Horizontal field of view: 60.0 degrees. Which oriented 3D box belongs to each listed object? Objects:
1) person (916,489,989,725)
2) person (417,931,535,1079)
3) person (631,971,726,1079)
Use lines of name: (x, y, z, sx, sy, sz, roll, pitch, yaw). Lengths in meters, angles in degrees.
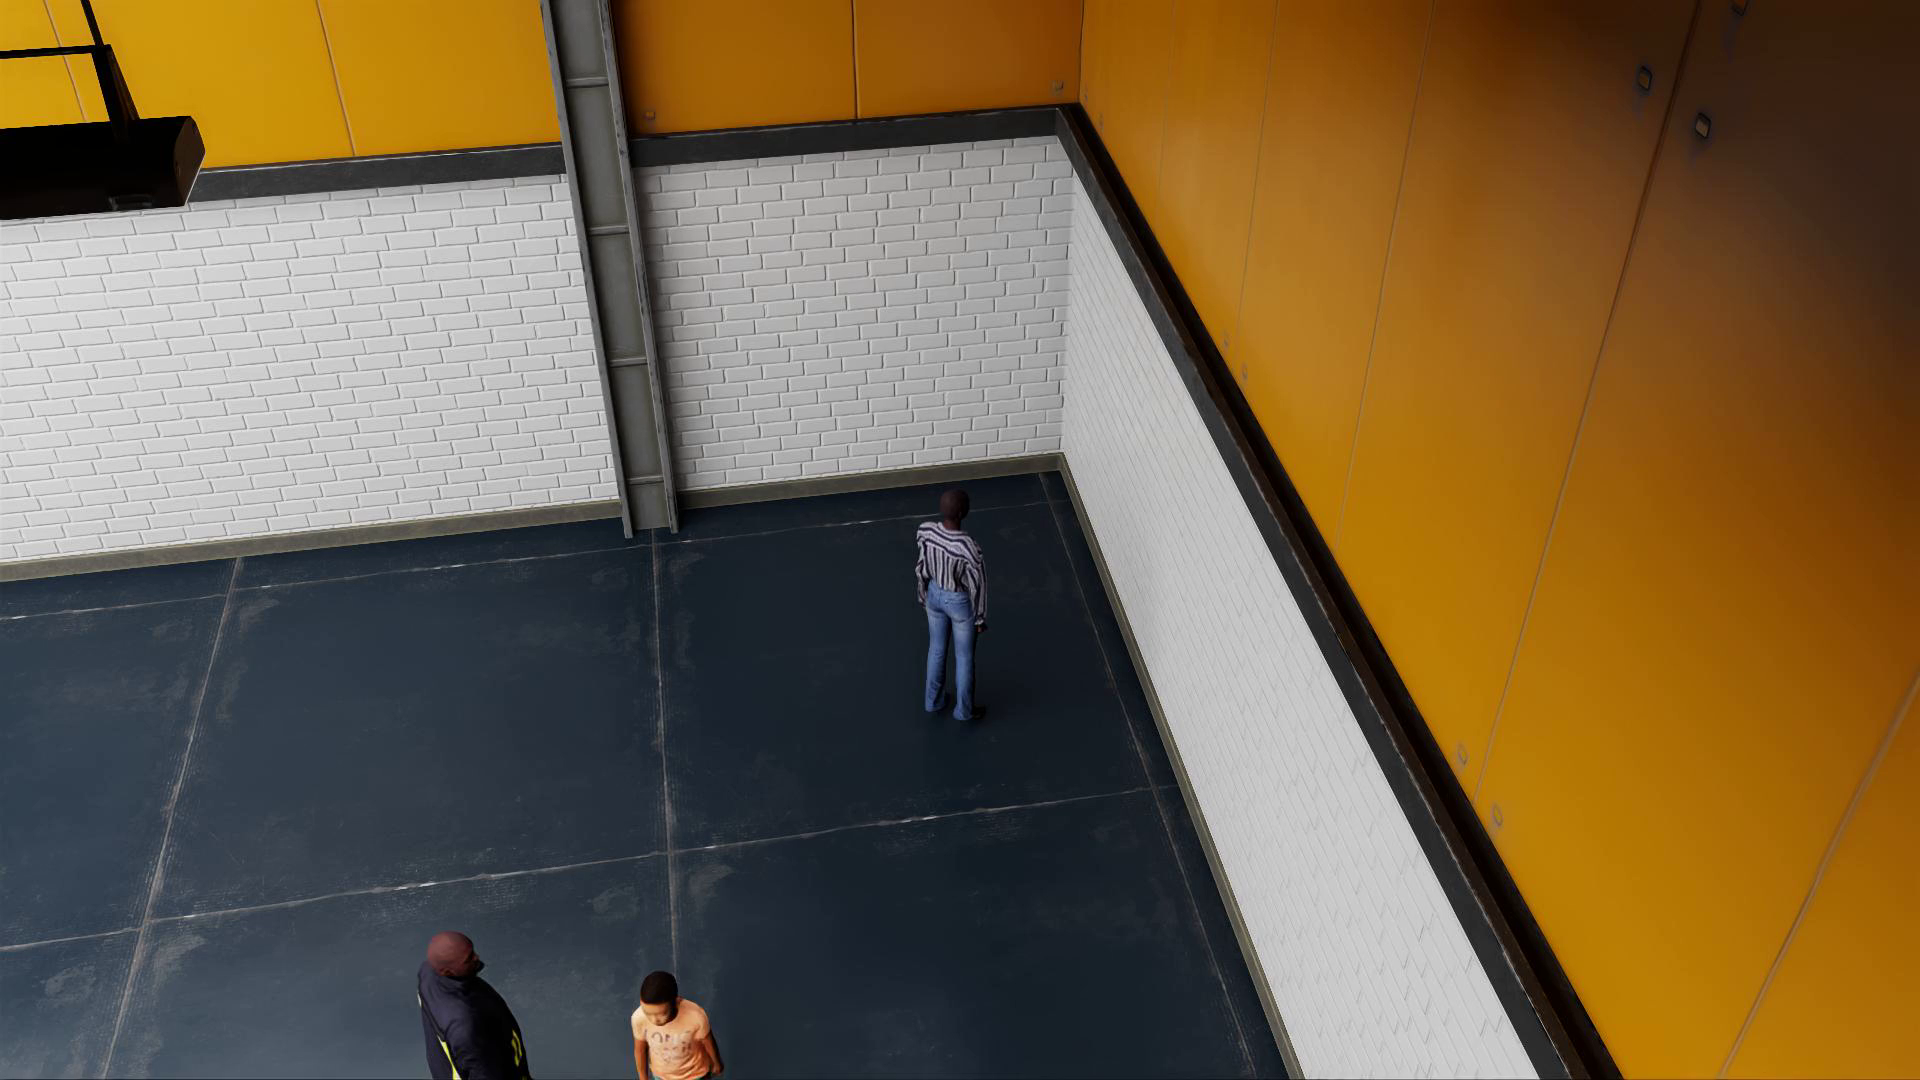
person: (-0.048, 0.422, 10.377, 0.703, 1.794, 0.768, 22, 44, 25)
person: (-2.264, 2.468, 7.793, 0.826, 1.822, 0.847, -22, 44, -25)
person: (-1.337, 2.492, 8.059, 0.598, 1.451, 0.676, 1, 39, 1)
